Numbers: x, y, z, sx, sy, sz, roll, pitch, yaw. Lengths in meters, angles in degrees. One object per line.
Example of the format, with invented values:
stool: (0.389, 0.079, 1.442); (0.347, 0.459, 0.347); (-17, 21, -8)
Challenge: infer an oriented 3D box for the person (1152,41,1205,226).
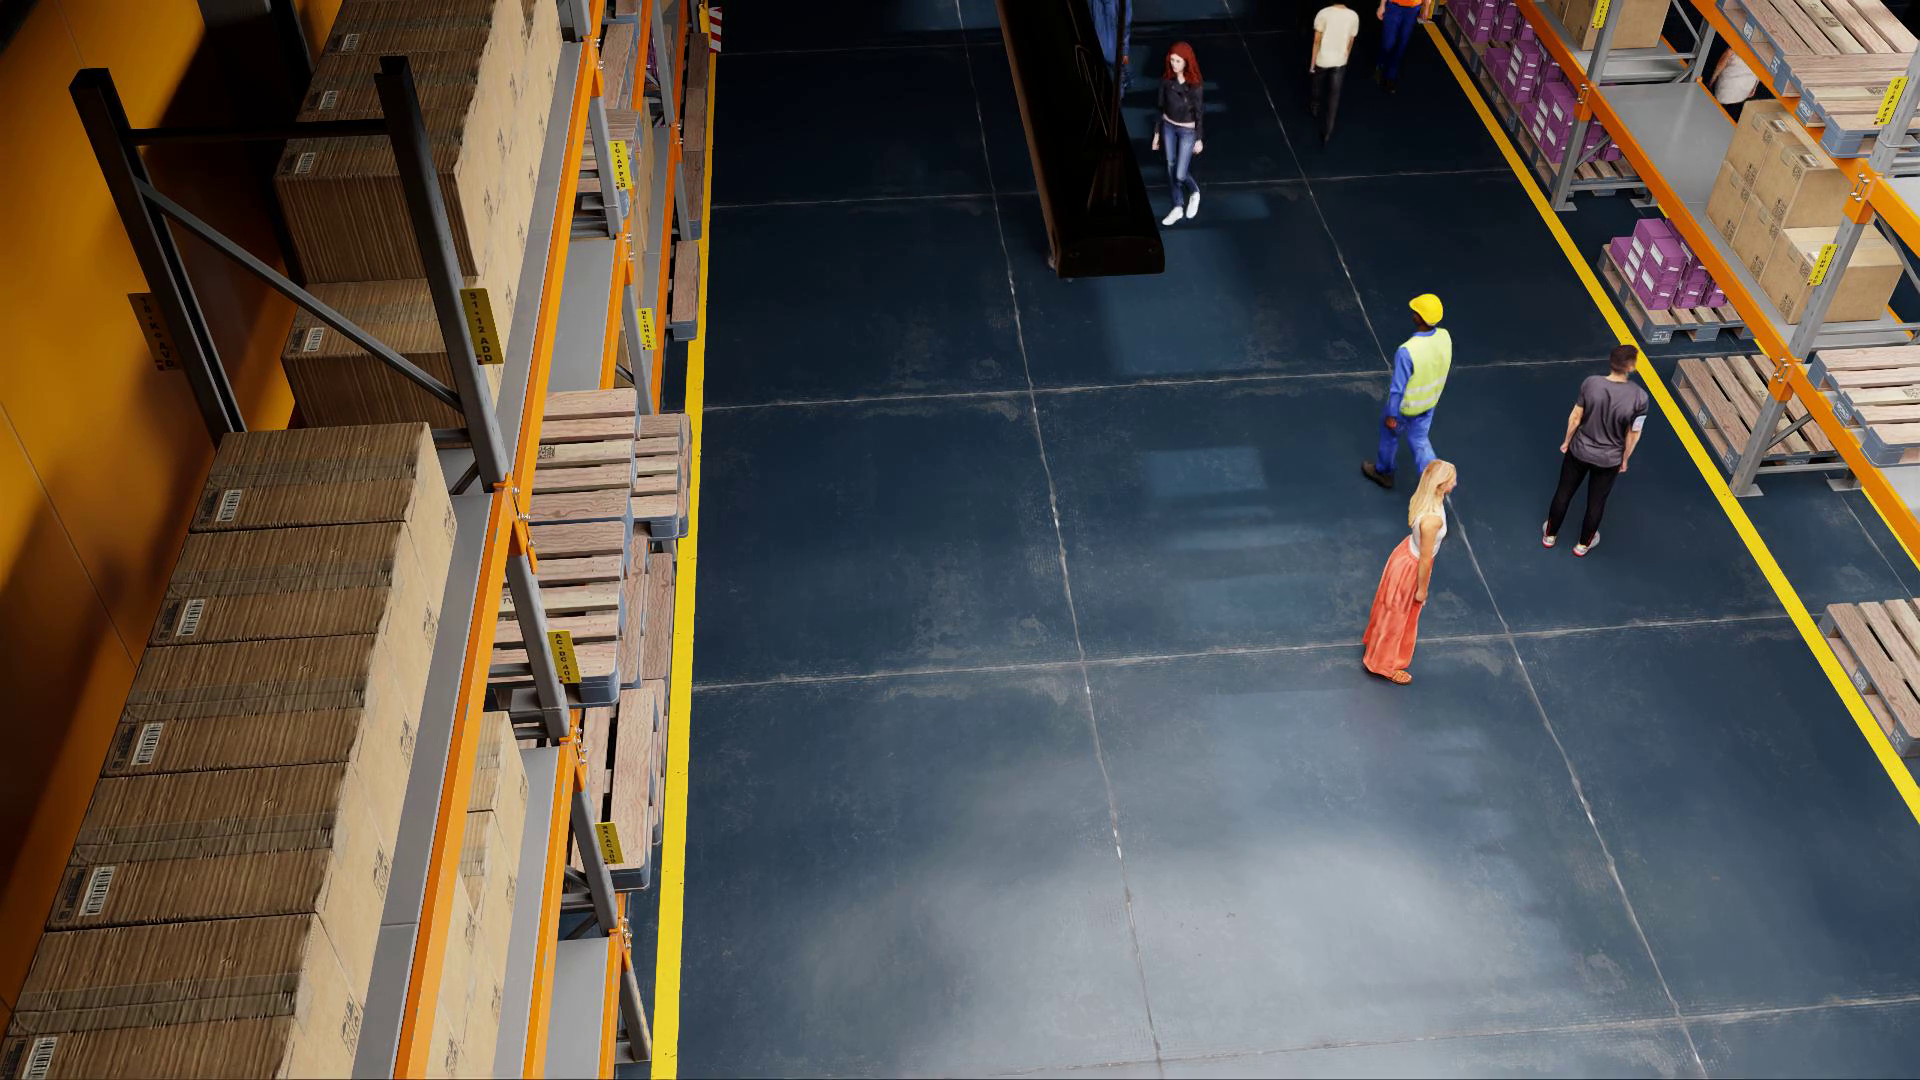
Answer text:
person: (2.002, -3.653, 14.864); (0.781, 1.770, 0.841); (22, 48, 22)

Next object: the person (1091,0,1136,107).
person: (1.380, -4.723, 15.973); (0.857, 1.788, 0.759); (-29, 51, -27)

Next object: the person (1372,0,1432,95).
person: (4.420, -5.412, 16.638); (0.679, 1.868, 0.677); (-2, 44, -3)

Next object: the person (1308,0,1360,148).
person: (3.551, -4.532, 15.949); (0.698, 1.544, 1.078); (1, 44, 1)

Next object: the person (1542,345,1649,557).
person: (4.463, -0.623, 11.688); (0.717, 1.762, 0.742); (22, 48, 22)

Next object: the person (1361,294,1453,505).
person: (3.317, -0.959, 12.021); (0.934, 1.789, 1.140); (-21, 47, -20)

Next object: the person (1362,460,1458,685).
person: (2.939, 0.184, 10.810); (0.754, 1.805, 0.621); (9, 44, 9)
